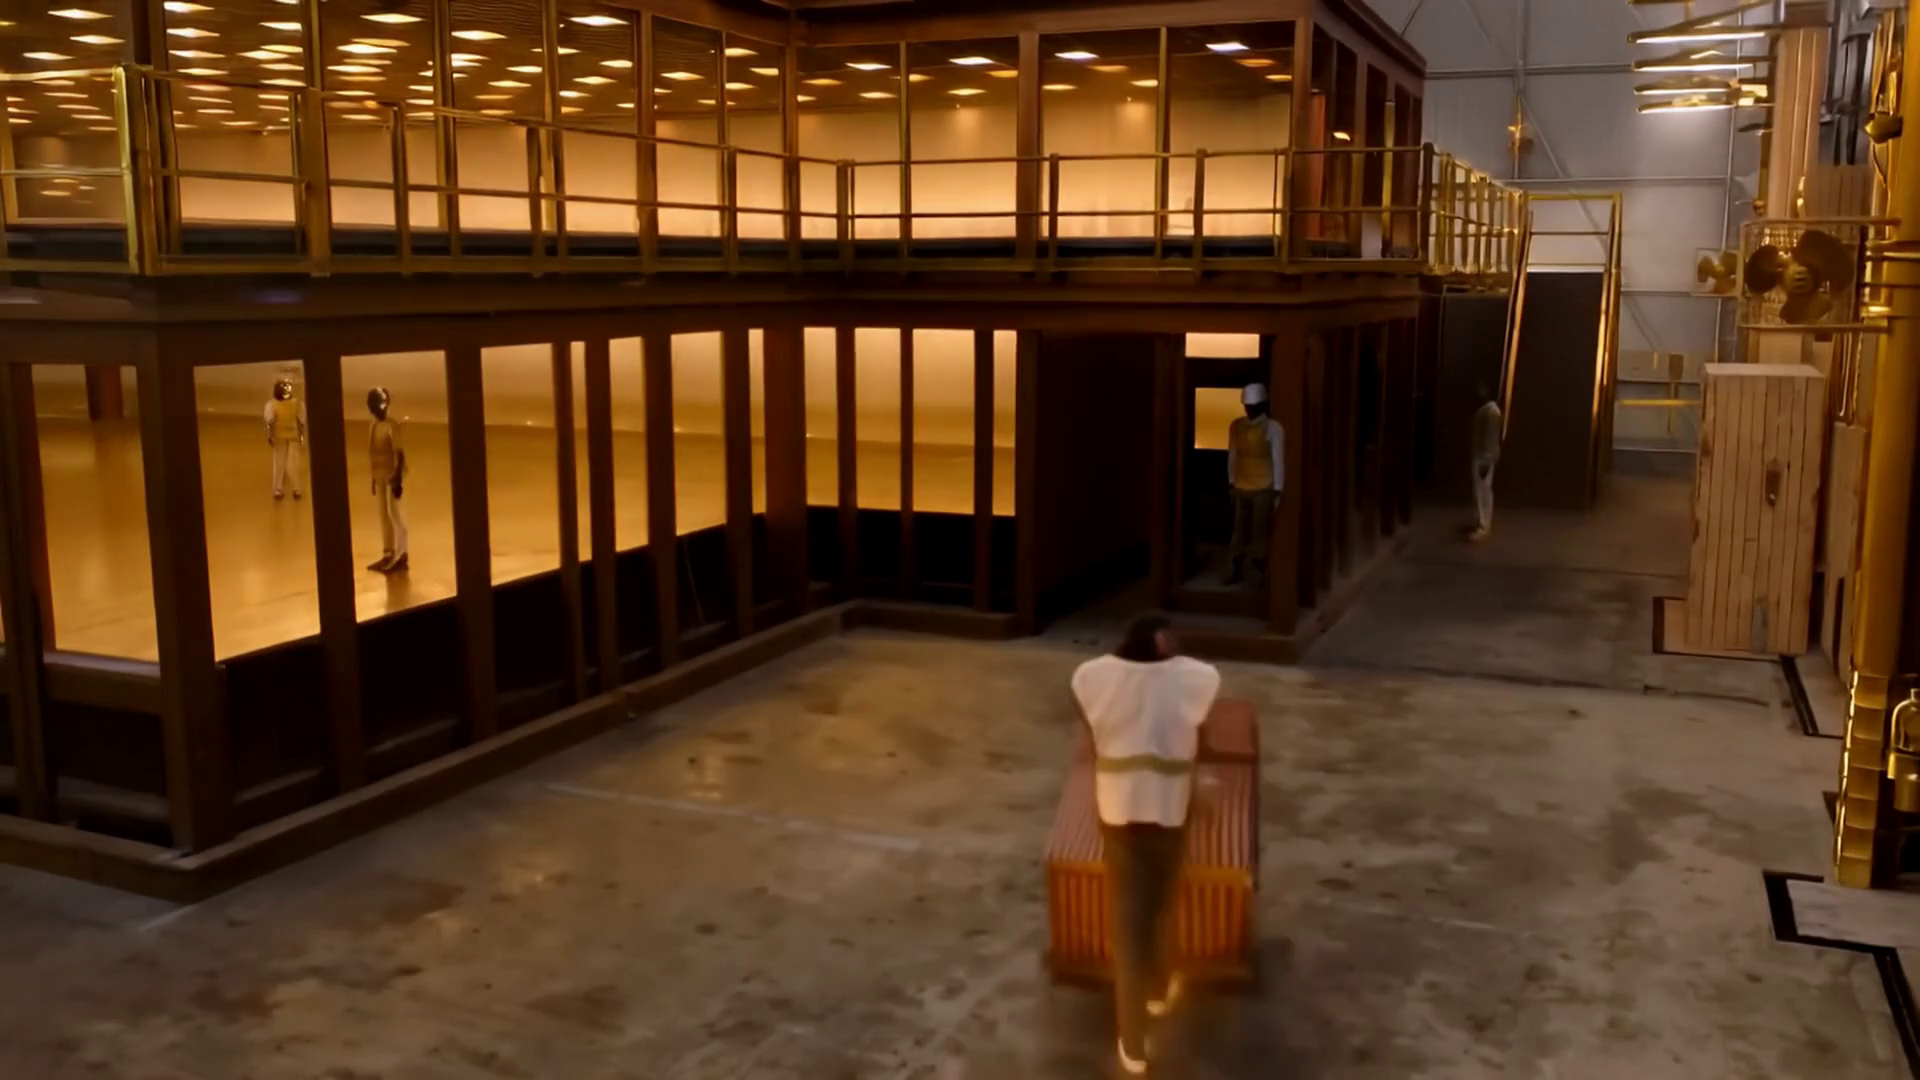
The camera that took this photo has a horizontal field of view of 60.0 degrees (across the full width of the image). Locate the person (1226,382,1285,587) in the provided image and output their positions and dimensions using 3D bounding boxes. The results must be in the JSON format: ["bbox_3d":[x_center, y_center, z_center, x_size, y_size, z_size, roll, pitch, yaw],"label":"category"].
[{"bbox_3d":[2.853,-0.541,16.167,0.612,1.986,0.407,8,12,41],"label":"person"}]

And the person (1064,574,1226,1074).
[{"bbox_3d":[0.724,1.059,6.590,0.612,1.880,0.890,1,9,4],"label":"person"}]

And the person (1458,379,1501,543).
[{"bbox_3d":[5.853,-0.888,18.740,0.429,1.841,0.633,1,9,6],"label":"person"}]
